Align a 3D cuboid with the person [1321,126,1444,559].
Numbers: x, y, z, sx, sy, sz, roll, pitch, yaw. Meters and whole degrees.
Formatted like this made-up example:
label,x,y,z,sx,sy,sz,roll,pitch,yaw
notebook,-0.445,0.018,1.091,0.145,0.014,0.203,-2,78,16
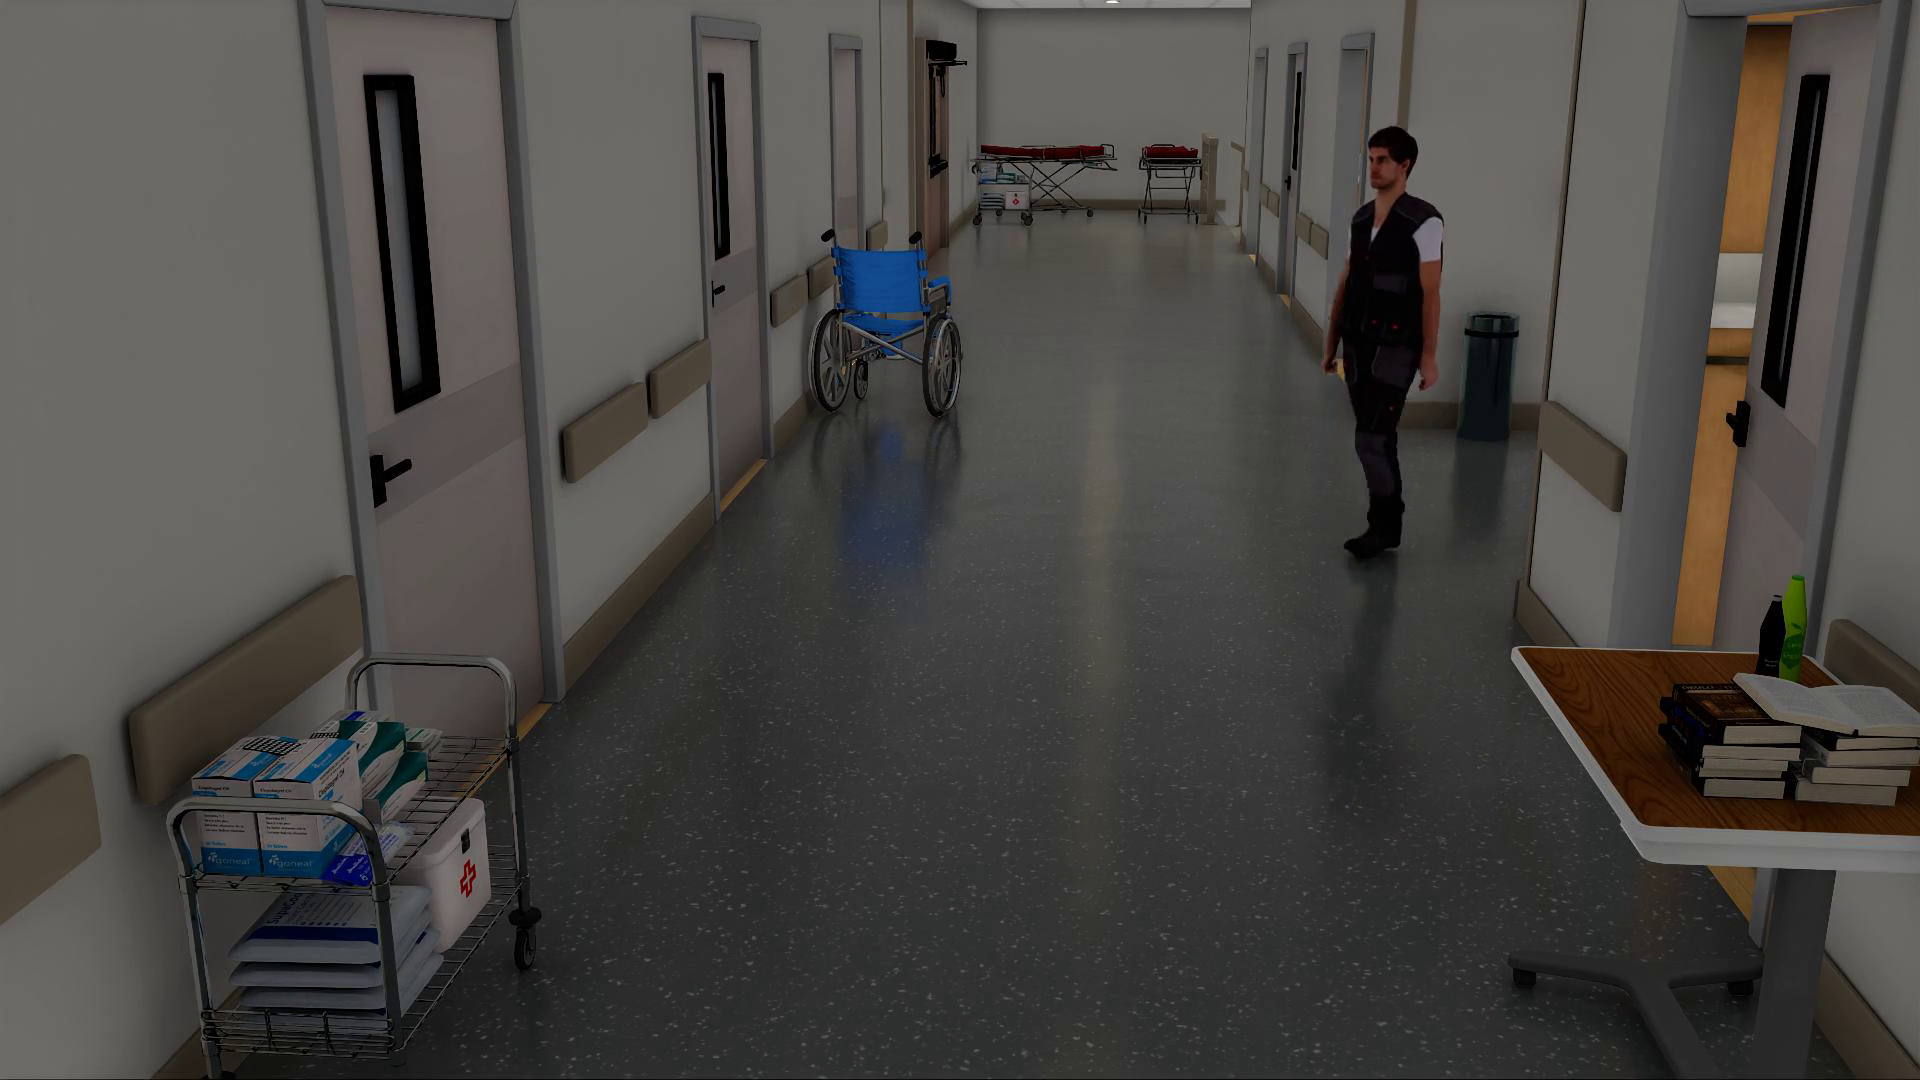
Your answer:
label,x,y,z,sx,sy,sz,roll,pitch,yaw
person,1.905,-0.835,7.195,0.866,1.839,0.772,-9,18,-28
